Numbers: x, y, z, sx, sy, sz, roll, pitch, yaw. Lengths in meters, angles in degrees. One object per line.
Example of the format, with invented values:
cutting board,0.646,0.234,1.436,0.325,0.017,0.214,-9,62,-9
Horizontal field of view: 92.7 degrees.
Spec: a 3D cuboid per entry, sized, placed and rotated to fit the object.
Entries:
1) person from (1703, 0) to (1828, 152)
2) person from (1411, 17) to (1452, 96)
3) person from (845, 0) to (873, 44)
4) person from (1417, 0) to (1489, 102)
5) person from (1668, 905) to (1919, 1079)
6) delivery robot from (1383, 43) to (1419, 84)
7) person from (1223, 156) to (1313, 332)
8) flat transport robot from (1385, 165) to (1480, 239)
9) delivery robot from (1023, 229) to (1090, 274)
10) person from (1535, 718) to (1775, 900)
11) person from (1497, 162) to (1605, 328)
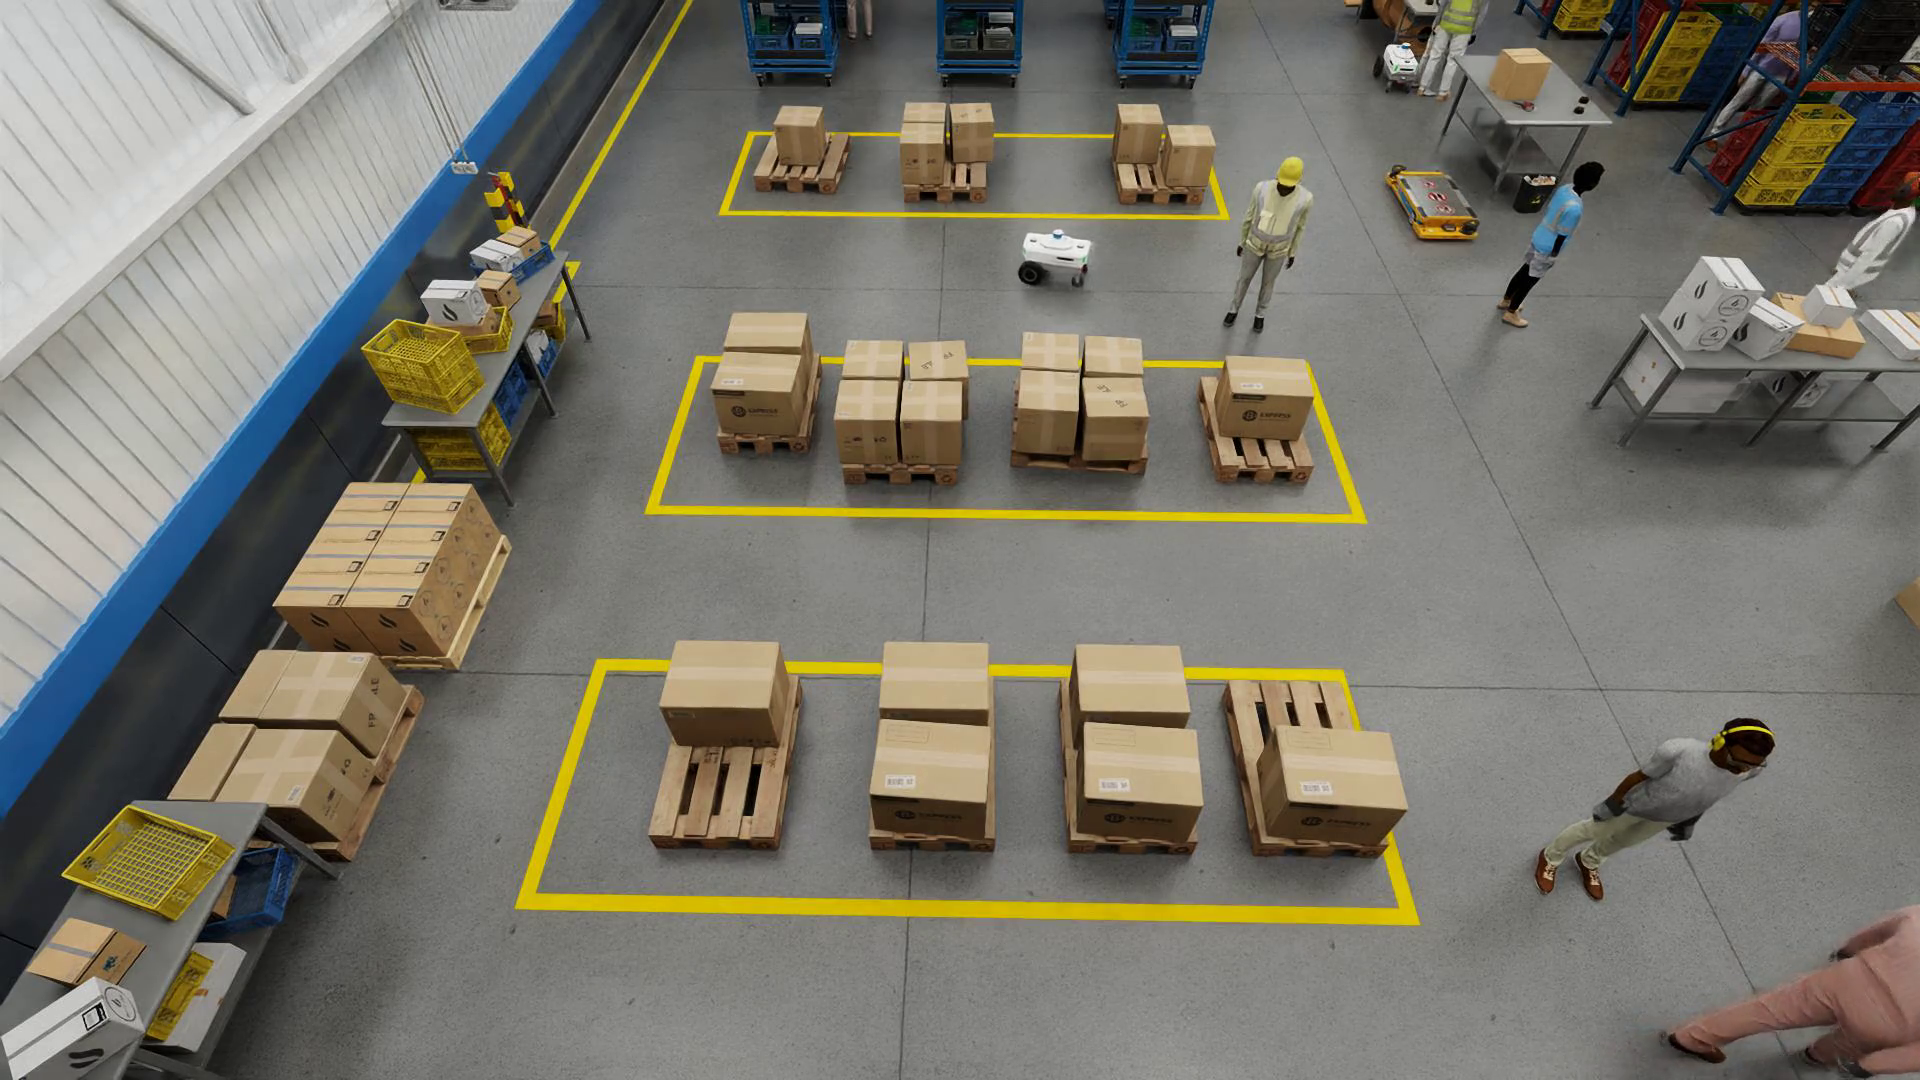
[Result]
person,10.132,-5.849,11.488,0.634,1.932,0.371,9,50,8
person,6.720,-7.077,12.747,0.314,1.631,0.525,-1,49,-1
person,-1.563,-8.630,13.867,0.626,1.980,0.411,-22,53,-18
person,6.802,-7.017,12.557,0.621,1.845,0.429,33,57,25
person,4.505,2.290,4.519,1.077,1.822,0.649,0,49,0
delivery robot,6.375,-6.918,13.257,0.477,0.478,0.707,4,49,3
person,3.019,-2.884,8.989,0.586,1.827,0.403,16,51,13
flat transport robot,5.692,-4.094,11.059,0.652,0.197,1.431,1,49,1
delivery robot,1.051,-3.144,9.990,0.707,0.478,0.477,11,50,9
person,3.885,1.528,5.141,0.521,1.874,0.328,8,50,7
person,5.865,-2.941,9.123,0.316,1.695,0.540,11,50,10
